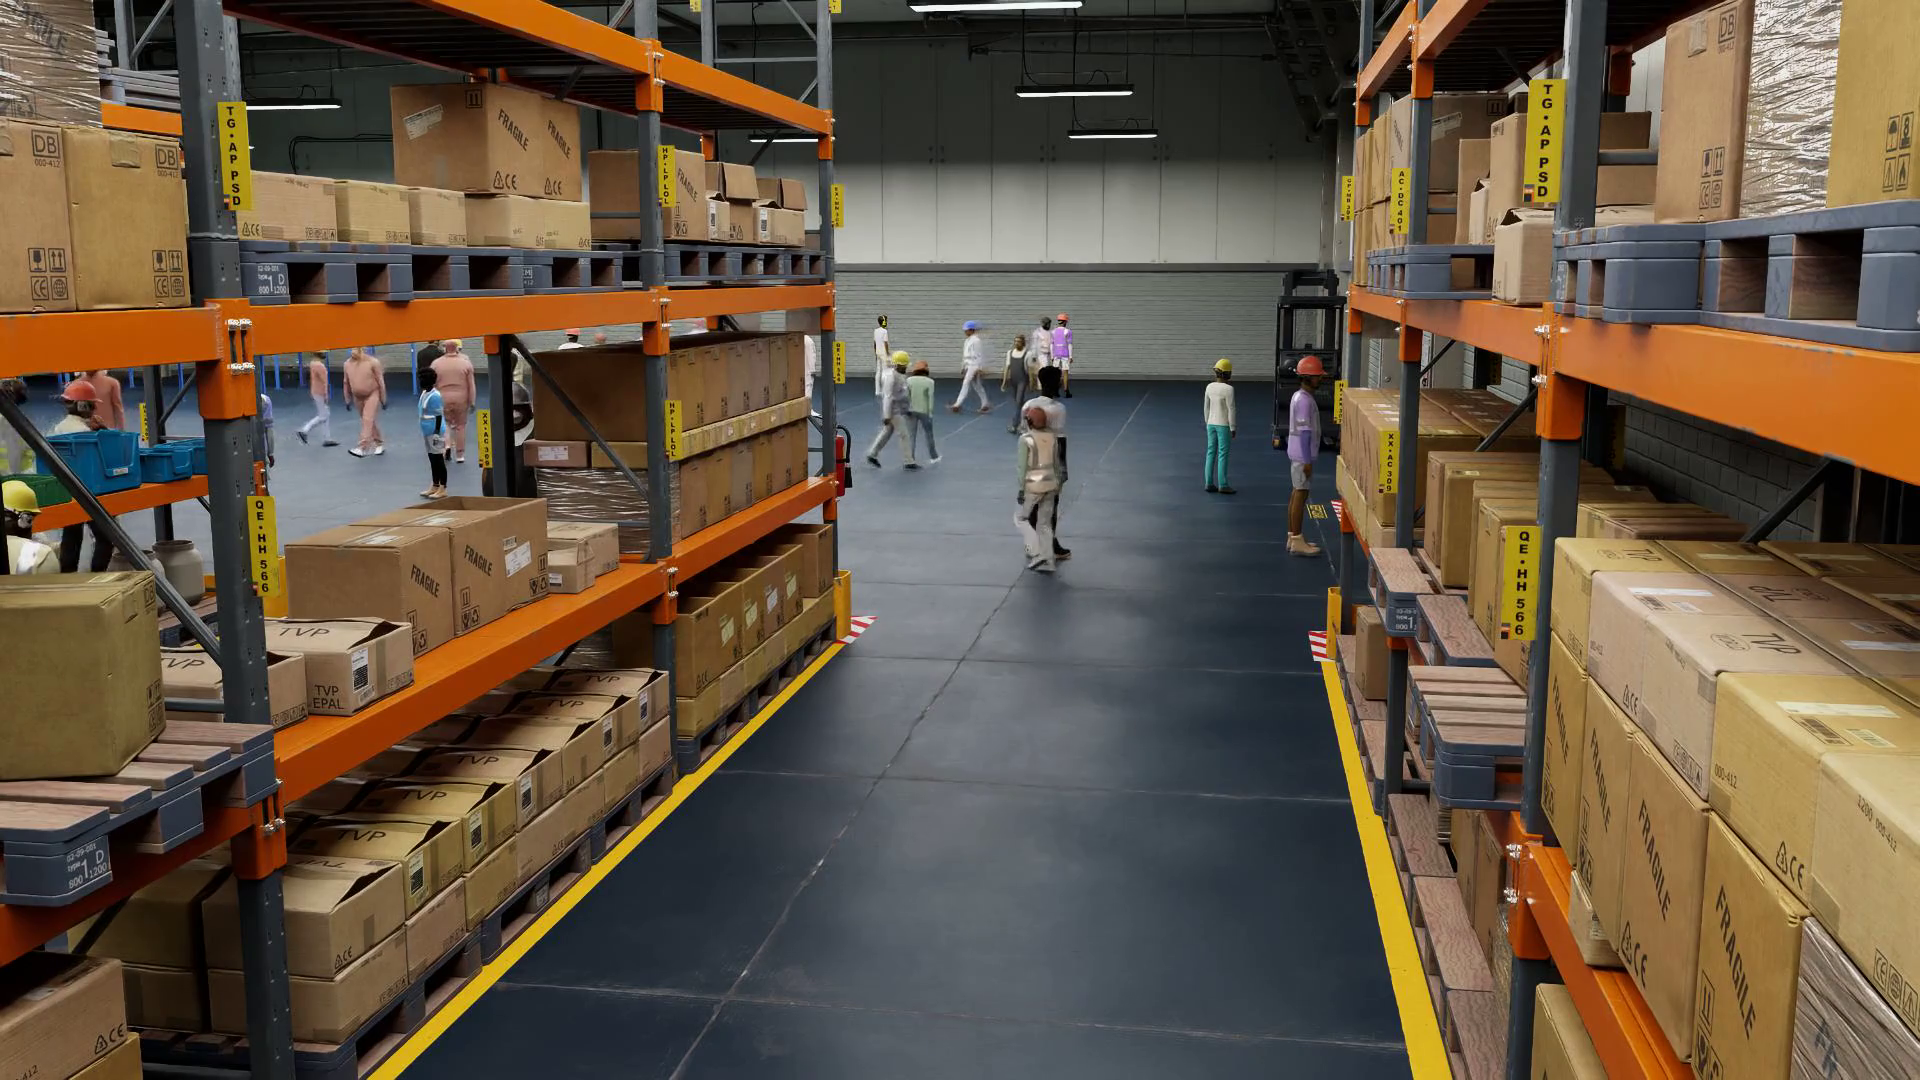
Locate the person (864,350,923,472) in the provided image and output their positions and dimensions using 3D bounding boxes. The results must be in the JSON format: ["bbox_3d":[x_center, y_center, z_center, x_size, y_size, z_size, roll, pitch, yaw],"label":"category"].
[{"bbox_3d":[-0.998,-1.910,24.402,0.910,1.775,0.625,2,9,11],"label":"person"}]

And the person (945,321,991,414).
[{"bbox_3d":[0.192,-3.520,33.968,1.024,1.893,0.638,-3,10,-17],"label":"person"}]

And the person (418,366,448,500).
[{"bbox_3d":[-6.769,-1.374,21.342,0.321,1.699,0.535,-6,11,-33],"label":"person"}]

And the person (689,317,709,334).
[{"bbox_3d":[-5.765,-4.032,37.167,0.642,1.878,0.840,1,9,7],"label":"person"}]

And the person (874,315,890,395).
[{"bbox_3d":[-1.818,-4.343,39.124,0.328,1.873,0.521,-7,12,-38],"label":"person"}]

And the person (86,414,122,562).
[{"bbox_3d":[-7.758,-0.319,15.017,0.512,1.640,0.309,5,11,29],"label":"person"}]

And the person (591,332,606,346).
[{"bbox_3d":[-7.628,-3.588,35.269,0.521,1.619,0.699,-1,9,-6],"label":"person"}]

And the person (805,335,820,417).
[{"bbox_3d":[-3.086,-3.440,33.447,0.407,1.908,0.641,-7,11,-37],"label":"person"}]

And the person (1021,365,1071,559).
[{"bbox_3d":[0.881,-0.805,17.007,0.367,1.964,0.609,-7,12,-39],"label":"person"}]

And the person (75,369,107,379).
[{"bbox_3d":[-13.775,-2.281,26.429,0.519,1.865,0.331,-4,10,-23],"label":"person"}]

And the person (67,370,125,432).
[{"bbox_3d":[-10.928,-1.439,21.031,0.633,1.941,1.051,0,9,-2],"label":"person"}]

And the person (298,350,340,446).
[{"bbox_3d":[-10.691,-2.417,27.639,0.616,1.747,0.527,-7,11,-36],"label":"person"}]

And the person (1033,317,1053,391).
[{"bbox_3d":[2.068,-4.505,40.346,0.624,1.805,0.950,-4,10,-25],"label":"person"}]

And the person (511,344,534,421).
[{"bbox_3d":[-7.806,-2.695,29.120,0.581,1.821,0.635,-3,10,-16],"label":"person"}]

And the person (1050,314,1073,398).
[{"bbox_3d":[2.357,-4.263,38.461,0.543,1.928,0.373,4,10,25],"label":"person"}]

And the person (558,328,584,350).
[{"bbox_3d":[-7.017,-2.940,30.265,0.548,1.937,0.358,2,9,13],"label":"person"}]

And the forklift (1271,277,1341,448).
[{"bbox_3d":[5.847,-3.016,27.970,1.129,2.768,1.873,1,9,9],"label":"forklift"}]

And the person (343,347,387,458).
[{"bbox_3d":[-9.380,-2.224,26.189,0.649,1.840,1.071,2,10,15],"label":"person"}]

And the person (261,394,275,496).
[{"bbox_3d":[-7.734,-0.962,18.068,0.545,1.939,0.354,-6,11,-32],"label":"person"}]

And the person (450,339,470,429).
[{"bbox_3d":[-9.275,-2.860,30.499,0.521,1.704,0.905,-5,11,-30],"label":"person"}]

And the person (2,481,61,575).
[{"bbox_3d":[-4.957,0.595,8.818,0.586,1.823,0.403,1,9,7],"label":"person"}]

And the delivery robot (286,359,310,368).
[{"bbox_3d":[-17.751,-4.727,44.588,0.698,0.223,0.335,4,10,26],"label":"delivery robot"}]

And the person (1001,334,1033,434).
[{"bbox_3d":[1.070,-2.833,30.079,0.515,1.800,0.984,6,11,33],"label":"person"}]

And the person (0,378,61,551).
[{"bbox_3d":[-9.858,-0.768,17.245,0.746,1.825,0.630,-7,11,-35],"label":"person"}]

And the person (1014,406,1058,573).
[{"bbox_3d":[0.741,-0.481,16.070,0.576,1.618,0.383,-8,12,-42],"label":"person"}]

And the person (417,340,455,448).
[{"bbox_3d":[-8.648,-2.508,27.425,0.614,1.994,0.381,4,10,22],"label":"person"}]

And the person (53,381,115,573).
[{"bbox_3d":[-7.535,-0.376,14.334,0.638,1.970,0.592,7,12,37],"label":"person"}]

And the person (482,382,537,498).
[{"bbox_3d":[-3.563,-0.230,13.368,0.689,2.000,0.539,3,10,16],"label":"person"}]

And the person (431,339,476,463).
[{"bbox_3d":[-7.696,-2.105,25.268,0.669,1.891,0.481,-2,9,-13],"label":"person"}]

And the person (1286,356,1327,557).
[{"bbox_3d":[3.578,-0.873,17.190,0.378,2.045,0.605,1,9,6],"label":"person"}]

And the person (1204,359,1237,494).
[{"bbox_3d":[3.447,-1.501,21.920,0.317,1.767,0.534,-6,11,-34],"label":"person"}]

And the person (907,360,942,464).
[{"bbox_3d":[-0.571,-1.896,24.871,0.500,1.596,0.799,3,10,20],"label":"person"}]
